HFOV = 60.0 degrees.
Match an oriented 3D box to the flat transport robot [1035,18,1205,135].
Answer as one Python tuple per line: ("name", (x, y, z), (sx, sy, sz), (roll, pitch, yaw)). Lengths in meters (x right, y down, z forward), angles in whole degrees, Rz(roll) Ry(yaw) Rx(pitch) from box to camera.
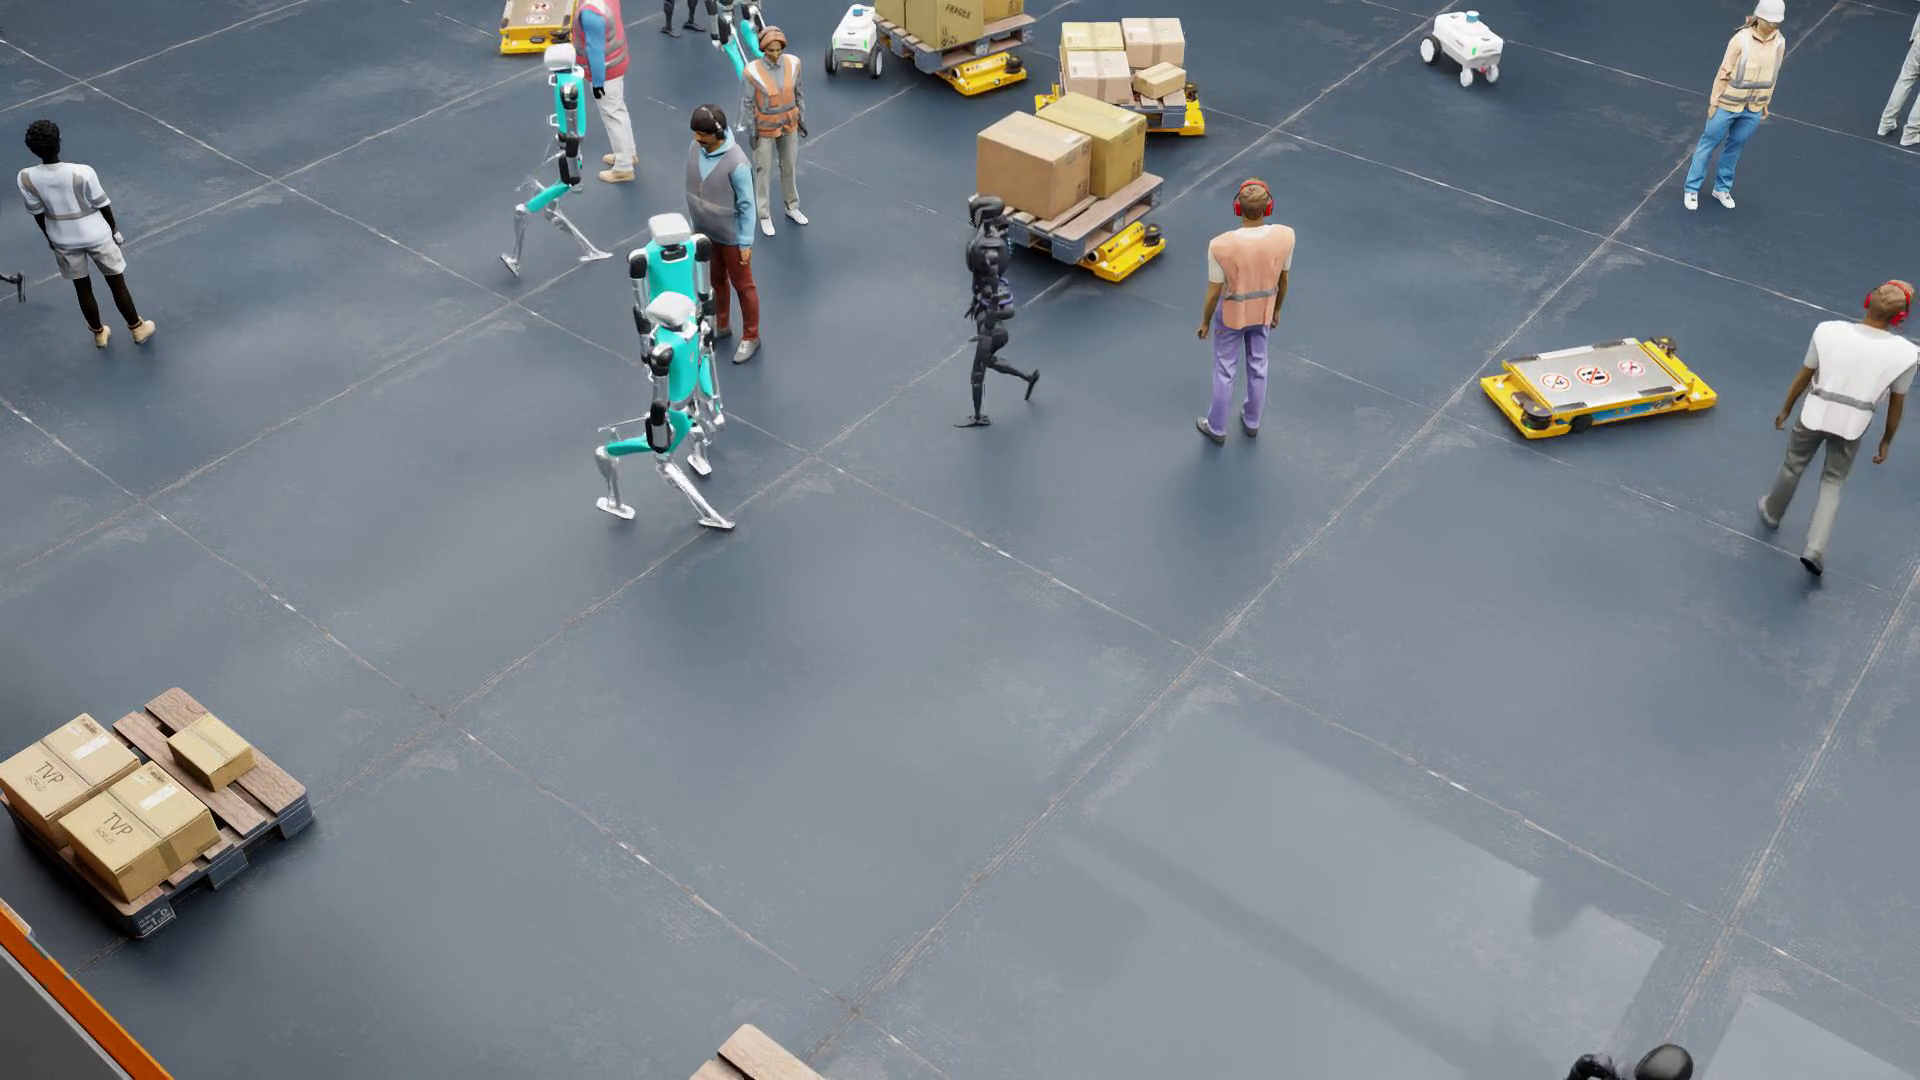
("flat transport robot", (1.384, -3.756, 14.496), (1.431, 0.231, 0.659), (0, 40, 0))

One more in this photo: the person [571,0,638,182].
("person", (-2.861, -3.775, 13.318), (0.434, 1.833, 0.629), (0, 40, 1))

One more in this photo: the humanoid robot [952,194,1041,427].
("humanoid robot", (0.252, -1.463, 10.723), (0.601, 1.645, 0.596), (-6, 41, -7))

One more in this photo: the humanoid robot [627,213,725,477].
("humanoid robot", (-1.653, -1.116, 10.271), (0.547, 1.807, 0.769), (-22, 45, -24))

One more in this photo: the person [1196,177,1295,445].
("person", (1.789, -1.408, 10.523), (0.563, 1.838, 0.391), (-9, 41, -11))

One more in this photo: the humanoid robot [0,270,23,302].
("humanoid robot", (-7.171, -2.434, 11.856), (0.567, 1.638, 0.612), (-3, 40, -3))

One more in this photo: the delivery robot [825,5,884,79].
("delivery robot", (-0.945, -4.593, 15.266), (0.524, 0.602, 0.773), (8, 41, 9))

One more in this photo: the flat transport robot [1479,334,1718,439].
("flat transport robot", (4.346, -1.046, 11.309), (1.431, 0.231, 0.659), (-10, 41, -12))

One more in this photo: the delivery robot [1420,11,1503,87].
("delivery robot", (4.611, -4.535, 15.200), (0.499, 0.605, 0.781), (-12, 42, -14))

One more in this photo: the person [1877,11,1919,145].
("person", (8.137, -4.124, 13.801), (0.321, 1.728, 0.488), (-26, 47, -28))

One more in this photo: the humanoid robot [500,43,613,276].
("humanoid robot", (-3.124, -2.742, 12.188), (0.932, 1.786, 0.551), (-7, 41, -8))

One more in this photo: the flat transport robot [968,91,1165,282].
("flat transport robot", (0.824, -2.438, 12.946), (1.431, 0.231, 0.659), (27, 47, 28))

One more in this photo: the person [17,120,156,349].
("person", (-6.028, -2.083, 11.426), (0.531, 1.696, 0.319), (-6, 41, -7))

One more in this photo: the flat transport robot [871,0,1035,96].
("flat transport robot", (-0.070, -4.520, 15.395), (0.659, 0.231, 1.431), (-24, 46, -26))

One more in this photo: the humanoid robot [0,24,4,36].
("humanoid robot", (-9.415, -5.398, 15.349), (0.380, 1.640, 0.629), (28, 48, 29))

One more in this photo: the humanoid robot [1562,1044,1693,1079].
("humanoid robot", (2.423, 2.343, 6.253), (0.594, 1.635, 0.625), (33, 50, 32))

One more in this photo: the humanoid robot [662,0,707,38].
("humanoid robot", (-2.627, -5.506, 15.478), (0.393, 1.644, 0.612), (19, 44, 21))

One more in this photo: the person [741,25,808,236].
("person", (-1.405, -3.139, 12.711), (0.514, 1.639, 0.309), (-24, 46, -25))

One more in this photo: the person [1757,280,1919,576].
("person", (5.084, -0.656, 9.658), (0.617, 1.821, 0.668), (17, 43, 19))

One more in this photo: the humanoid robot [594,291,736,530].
("humanoid robot", (-1.915, -0.736, 9.853), (1.018, 1.763, 0.557), (12, 42, 14))

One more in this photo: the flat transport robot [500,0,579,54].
("flat transport robot", (-4.036, -5.072, 16.044), (0.659, 0.231, 1.431), (-4, 41, -5))

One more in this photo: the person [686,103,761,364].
("person", (-1.600, -2.099, 11.305), (0.533, 1.878, 0.412), (25, 46, 27))

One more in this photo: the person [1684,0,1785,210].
("person", (6.065, -3.419, 12.970), (0.487, 1.725, 0.365), (-3, 40, -3))

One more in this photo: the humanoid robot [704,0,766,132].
("humanoid robot", (-1.749, -4.236, 13.926), (0.539, 1.767, 0.814), (-30, 49, -31))
